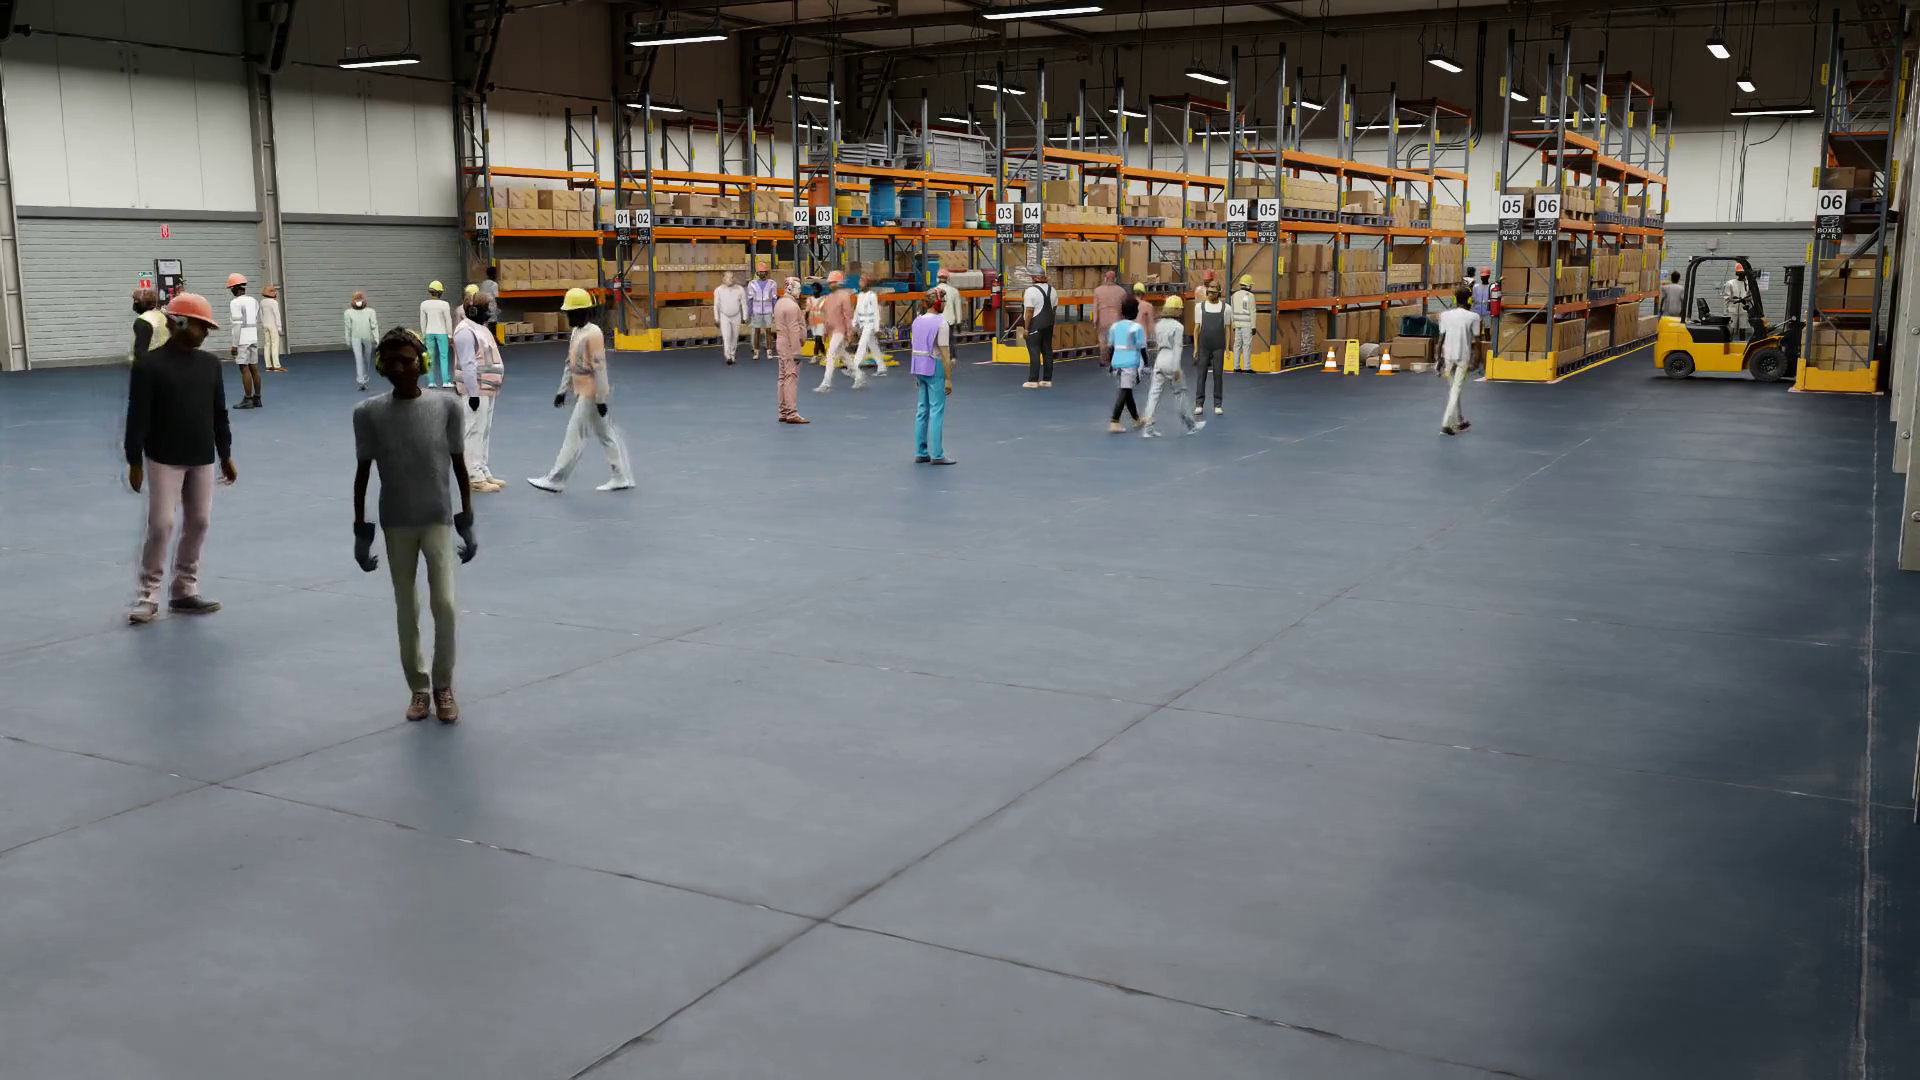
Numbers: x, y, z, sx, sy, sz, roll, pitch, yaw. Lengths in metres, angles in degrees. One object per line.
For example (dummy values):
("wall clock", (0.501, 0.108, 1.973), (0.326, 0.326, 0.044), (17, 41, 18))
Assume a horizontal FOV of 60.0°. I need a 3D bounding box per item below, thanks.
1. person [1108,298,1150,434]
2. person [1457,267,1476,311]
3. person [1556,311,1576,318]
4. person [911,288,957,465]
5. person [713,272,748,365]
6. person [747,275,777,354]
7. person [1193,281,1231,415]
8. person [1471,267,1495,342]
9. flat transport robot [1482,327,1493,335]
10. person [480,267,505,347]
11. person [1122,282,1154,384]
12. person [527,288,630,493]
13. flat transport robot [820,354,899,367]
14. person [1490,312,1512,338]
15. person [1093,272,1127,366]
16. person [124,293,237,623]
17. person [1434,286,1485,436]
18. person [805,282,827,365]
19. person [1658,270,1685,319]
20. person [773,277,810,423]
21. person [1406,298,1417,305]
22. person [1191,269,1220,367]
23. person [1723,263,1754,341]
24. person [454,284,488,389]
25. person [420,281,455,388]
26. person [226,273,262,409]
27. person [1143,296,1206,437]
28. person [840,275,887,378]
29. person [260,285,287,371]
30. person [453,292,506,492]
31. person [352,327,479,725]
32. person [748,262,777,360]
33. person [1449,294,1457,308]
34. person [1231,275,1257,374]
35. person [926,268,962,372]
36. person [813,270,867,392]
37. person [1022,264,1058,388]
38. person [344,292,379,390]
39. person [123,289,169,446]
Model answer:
("person", (2.113, -2.150, 20.548), (0.816, 1.646, 0.542), (-8, 12, -37))
("person", (14.262, -6.741, 46.784), (0.452, 1.874, 0.641), (-4, 10, -21))
("person", (14.763, -5.674, 40.474), (0.639, 1.902, 0.407), (3, 10, 18))
("person", (-0.303, -1.704, 17.386), (0.373, 1.843, 0.571), (-8, 12, -37))
("person", (-4.615, -4.461, 33.497), (0.652, 1.859, 0.989), (-3, 10, -16))
("person", (-4.455, -5.099, 37.416), (0.595, 1.796, 0.866), (4, 10, 21))
("person", (3.462, -2.637, 22.867), (0.507, 1.840, 0.344), (1, 10, 8))
("person", (11.185, -4.854, 35.561), (0.545, 1.938, 0.359), (5, 11, 29))
("flat transport robot", (14.781, -5.752, 45.690), (0.652, 0.197, 1.431), (7, 12, 36))
("person", (-11.220, -5.529, 39.528), (0.607, 1.940, 0.822), (9, 13, 42))
("person", (2.990, -3.483, 28.117), (0.534, 1.746, 0.710), (3, 10, 16))
("person", (-3.511, -1.351, 15.222), (1.003, 1.872, 0.600), (-4, 10, -20))
("flat transport robot", (-1.977, -3.541, 32.748), (1.431, 0.197, 0.652), (-4, 11, -23))
("person", (14.412, -6.302, 44.150), (0.762, 1.892, 0.608), (6, 11, 30))
("person", (2.938, -4.303, 32.548), (0.670, 1.862, 0.946), (1, 10, 5))
("person", (-4.722, -0.491, 10.004), (0.370, 1.958, 0.766), (5, 11, 28))
("person", (6.125, -2.194, 20.360), (0.538, 1.813, 0.995), (9, 13, 41))
("person", (-2.871, -4.392, 33.699), (0.541, 1.651, 0.873), (5, 11, 27))
("person", (15.881, -5.080, 37.107), (0.529, 1.859, 0.569), (4, 10, 20))
("person", (-2.194, -2.473, 21.728), (0.404, 1.903, 0.636), (-4, 10, -22))
("person", (12.714, -6.659, 47.065), (0.529, 1.614, 0.540), (6, 12, 33))
("person", (4.804, -4.345, 32.649), (0.570, 1.908, 0.725), (5, 11, 27))
("person", (16.204, -4.743, 34.603), (0.605, 2.044, 0.374), (5, 11, 25))
("person", (-7.739, -3.177, 26.325), (0.527, 1.743, 0.779), (2, 10, 14))
("person", (-8.639, -3.393, 27.509), (0.534, 1.767, 0.319), (2, 10, 10))
("person", (-10.253, -2.840, 23.786), (0.364, 1.933, 0.543), (1, 10, 8))
("person", (2.572, -2.089, 20.071), (0.898, 1.693, 0.496), (-8, 12, -38))
("person", (-1.706, -3.818, 29.829), (0.998, 1.831, 0.581), (-5, 11, -27))
("person", (-13.033, -4.010, 31.505), (0.497, 1.633, 0.285), (6, 11, 30))
("person", (-4.456, -1.374, 15.470), (0.429, 1.845, 0.622), (-1, 10, -3))
("person", (-2.524, -0.052, 7.700), (0.549, 1.849, 0.566), (-3, 10, -14))
("person", (-4.132, -4.788, 34.869), (0.614, 2.040, 0.391), (-1, 10, -5))
("person", (14.175, -6.685, 47.279), (0.532, 1.587, 0.871), (-5, 11, -27))
("person", (5.260, -3.970, 30.688), (0.404, 1.831, 0.600), (-6, 12, -33))
("person", (-0.282, -4.014, 30.560), (0.667, 1.967, 0.663), (-2, 10, -13))
("person", (-1.933, -3.380, 26.916), (1.012, 1.960, 0.622), (-6, 11, -30))
("person", (1.269, -3.552, 27.635), (0.672, 2.000, 0.536), (-9, 13, -41))
("person", (-9.773, -3.249, 27.179), (0.500, 1.588, 0.858), (-6, 11, -29))
("person", (-9.164, -1.955, 18.980), (0.856, 1.817, 0.631), (-1, 10, -8))
